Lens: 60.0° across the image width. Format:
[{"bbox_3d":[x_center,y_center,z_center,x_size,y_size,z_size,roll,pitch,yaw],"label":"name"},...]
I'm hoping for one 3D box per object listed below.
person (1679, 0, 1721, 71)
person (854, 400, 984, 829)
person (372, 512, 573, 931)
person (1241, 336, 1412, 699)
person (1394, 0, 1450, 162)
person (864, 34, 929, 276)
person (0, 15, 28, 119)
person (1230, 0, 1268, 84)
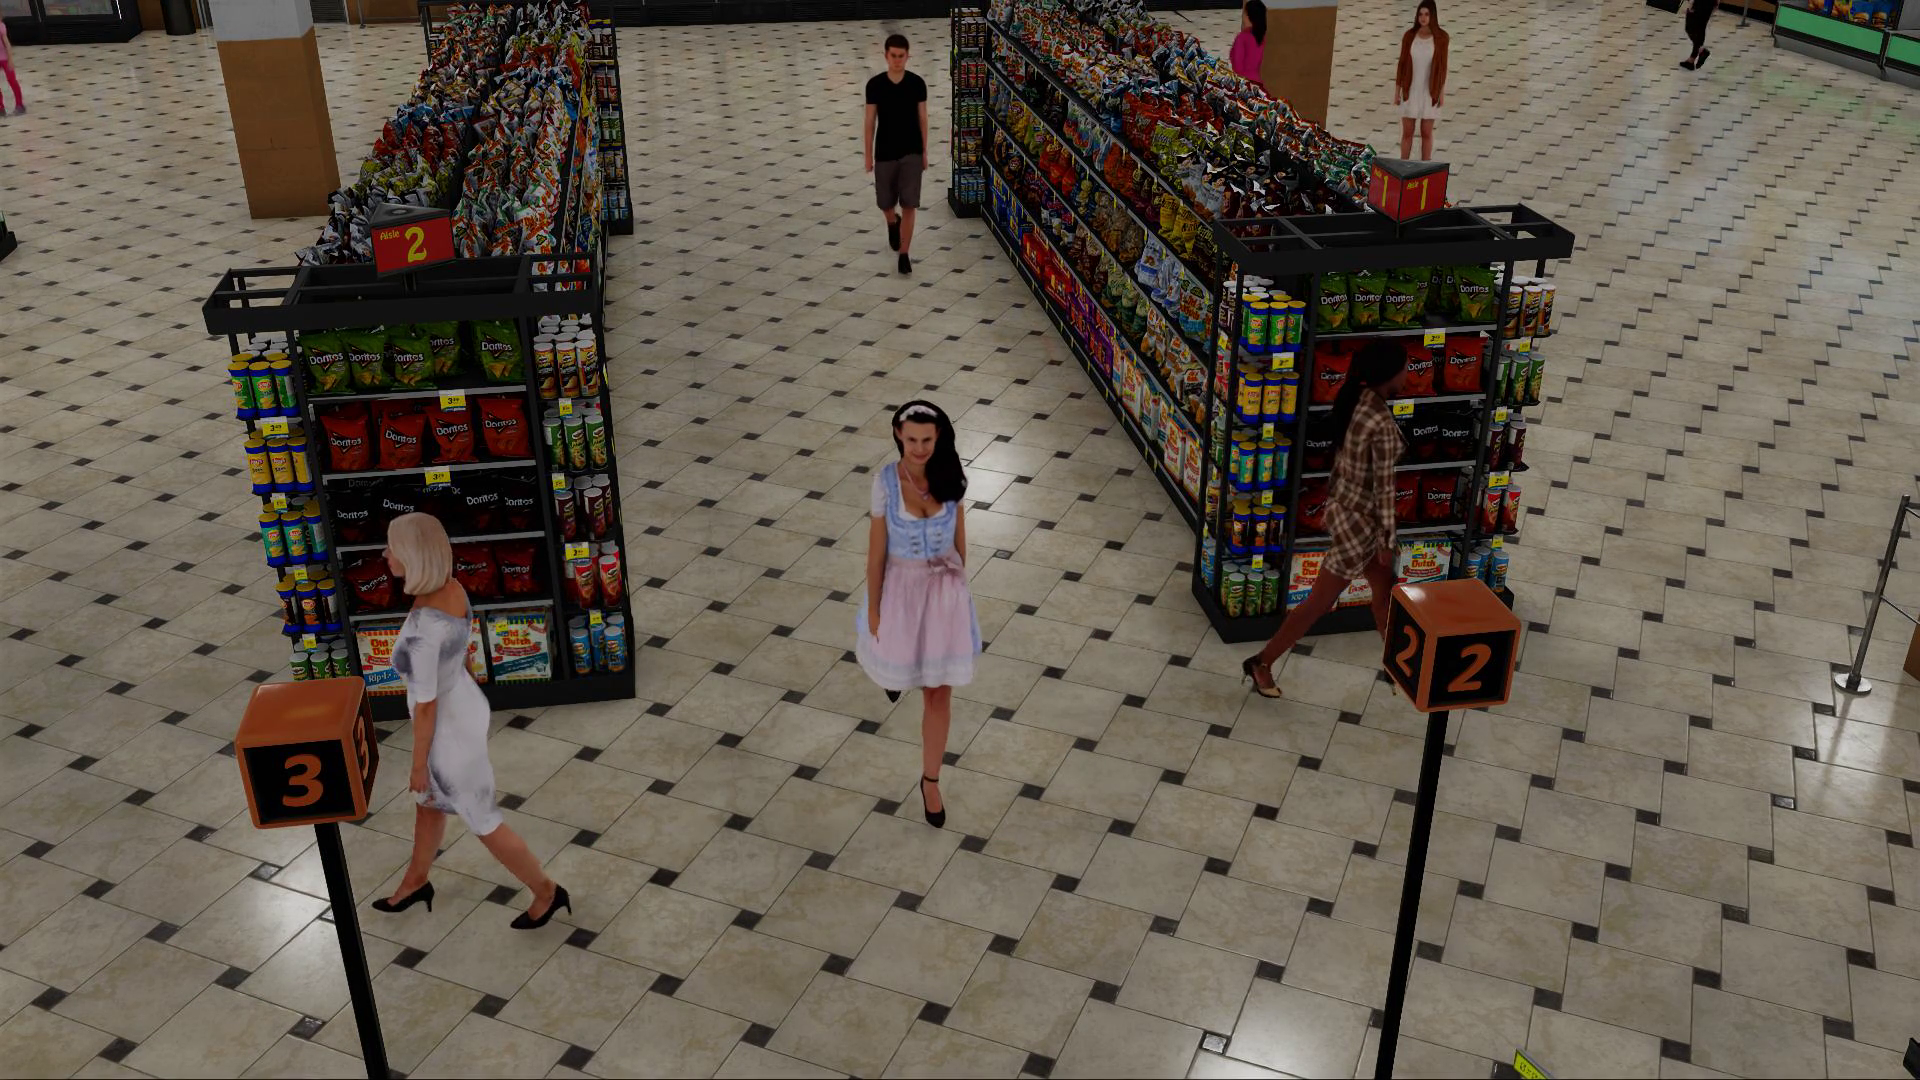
[{"bbox_3d":[9.160,-6.593,20.366,0.589,1.699,0.857,-4,27,-8],"label":"person"},{"bbox_3d":[-0.190,0.240,6.797,0.646,1.786,1.118,-5,27,-9],"label":"person"},{"bbox_3d":[-1.744,0.710,5.952,0.693,1.712,0.939,-2,27,-4],"label":"person"},{"bbox_3d":[1.651,-0.009,7.342,0.726,1.737,1.073,-2,27,-3],"label":"person"},{"bbox_3d":[4.351,-4.236,15.704,0.704,1.712,0.720,10,29,19],"label":"person"},{"bbox_3d":[-0.491,-3.072,13.357,0.775,1.759,1.127,-1,27,-1],"label":"person"},{"bbox_3d":[-10.570,-5.323,18.356,0.570,1.253,0.776,-1,27,-1],"label":"person"},{"bbox_3d":[2.752,-4.174,15.625,0.838,1.673,0.773,24,35,38],"label":"person"}]
